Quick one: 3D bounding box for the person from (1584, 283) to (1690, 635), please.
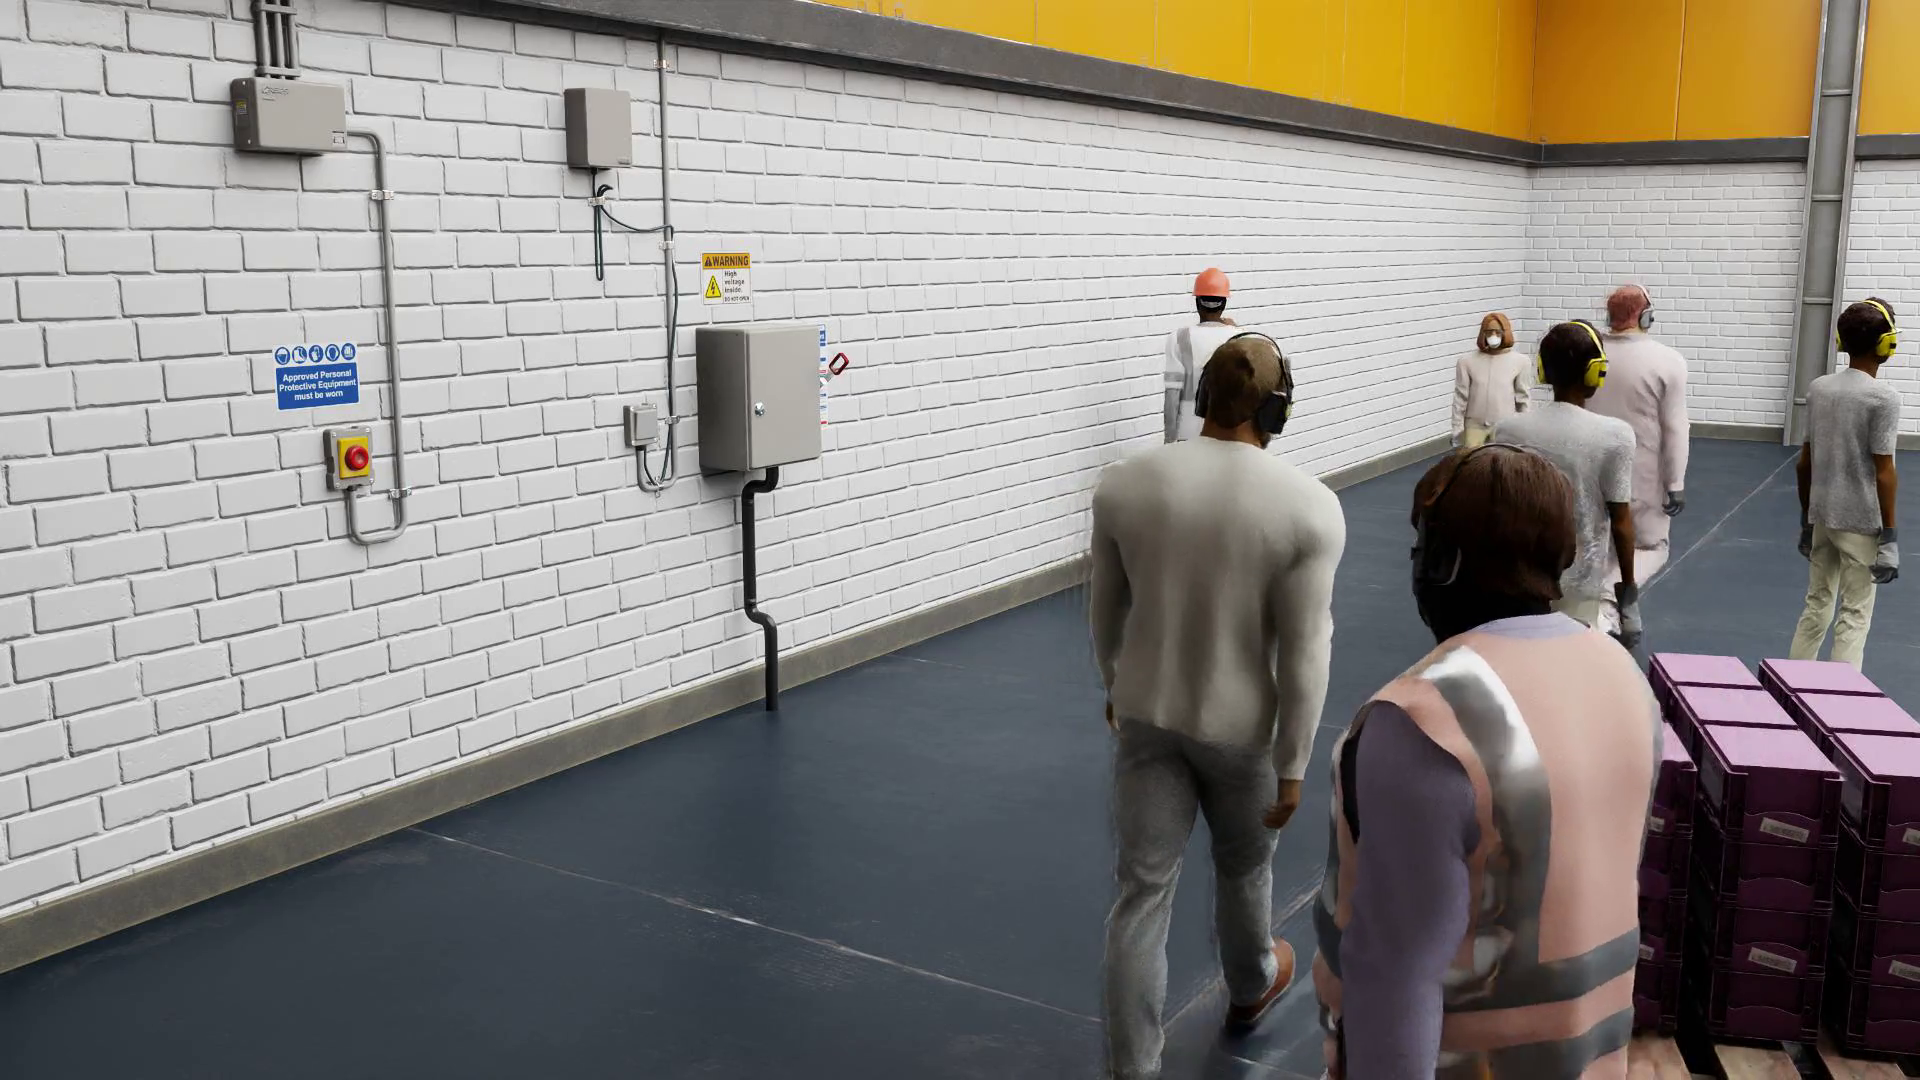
[{"bbox_3d":[3.252,-0.318,8.230,0.619,1.892,0.659,-8,13,-38],"label":"person"}]

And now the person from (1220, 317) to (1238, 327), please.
[{"bbox_3d":[1.594,-0.532,10.127,0.310,1.638,0.522,4,11,20],"label":"person"}]

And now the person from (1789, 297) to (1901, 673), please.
[{"bbox_3d":[3.624,-0.043,6.763,0.322,1.876,0.531,-2,10,-12],"label":"person"}]

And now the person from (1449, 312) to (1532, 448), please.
[{"bbox_3d":[3.605,-0.738,11.342,0.507,1.623,0.343,5,11,24],"label":"person"}]

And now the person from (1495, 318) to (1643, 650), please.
[{"bbox_3d":[2.029,0.170,5.692,0.855,1.847,0.523,-8,13,-37],"label":"person"}]

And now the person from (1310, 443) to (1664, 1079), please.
[{"bbox_3d":[0.698,0.769,2.427,0.644,1.818,0.511,-9,13,-40],"label":"person"}]

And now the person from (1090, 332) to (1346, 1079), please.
[{"bbox_3d":[0.618,0.439,4.075,0.655,1.870,1.029,4,11,22],"label":"person"}]

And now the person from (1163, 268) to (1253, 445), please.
[{"bbox_3d":[1.477,-0.649,9.951,0.553,1.935,0.362,-1,10,-3],"label":"person"}]
